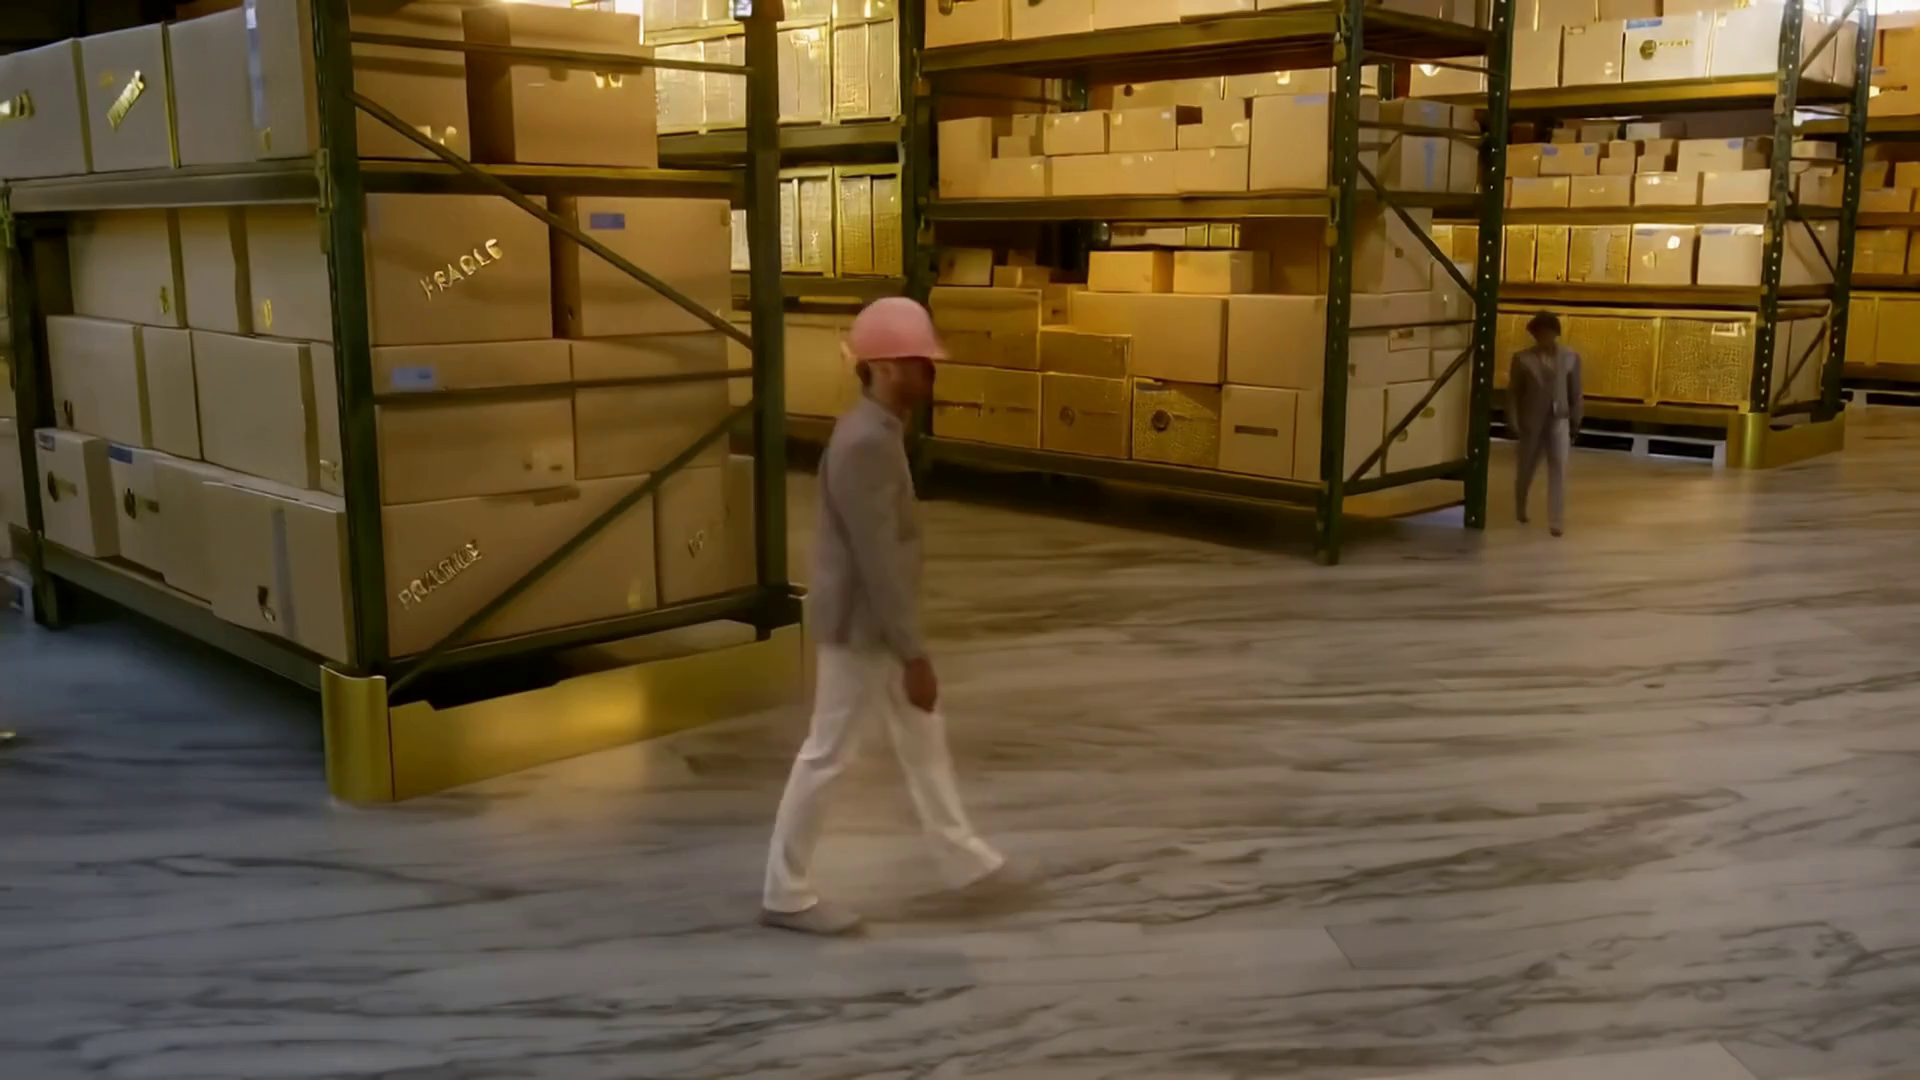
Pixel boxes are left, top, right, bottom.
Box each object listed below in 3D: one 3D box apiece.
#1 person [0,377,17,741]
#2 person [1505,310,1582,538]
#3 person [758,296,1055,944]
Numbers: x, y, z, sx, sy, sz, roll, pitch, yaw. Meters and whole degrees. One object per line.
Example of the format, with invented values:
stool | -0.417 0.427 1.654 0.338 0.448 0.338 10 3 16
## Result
person | -4.257 0.001 7.046 0.621 1.718 0.336 6 12 29
person | 4.206 -0.858 12.032 0.521 1.617 0.733 3 11 14
person | -0.167 0.261 4.971 0.990 1.941 0.646 0 10 -2
